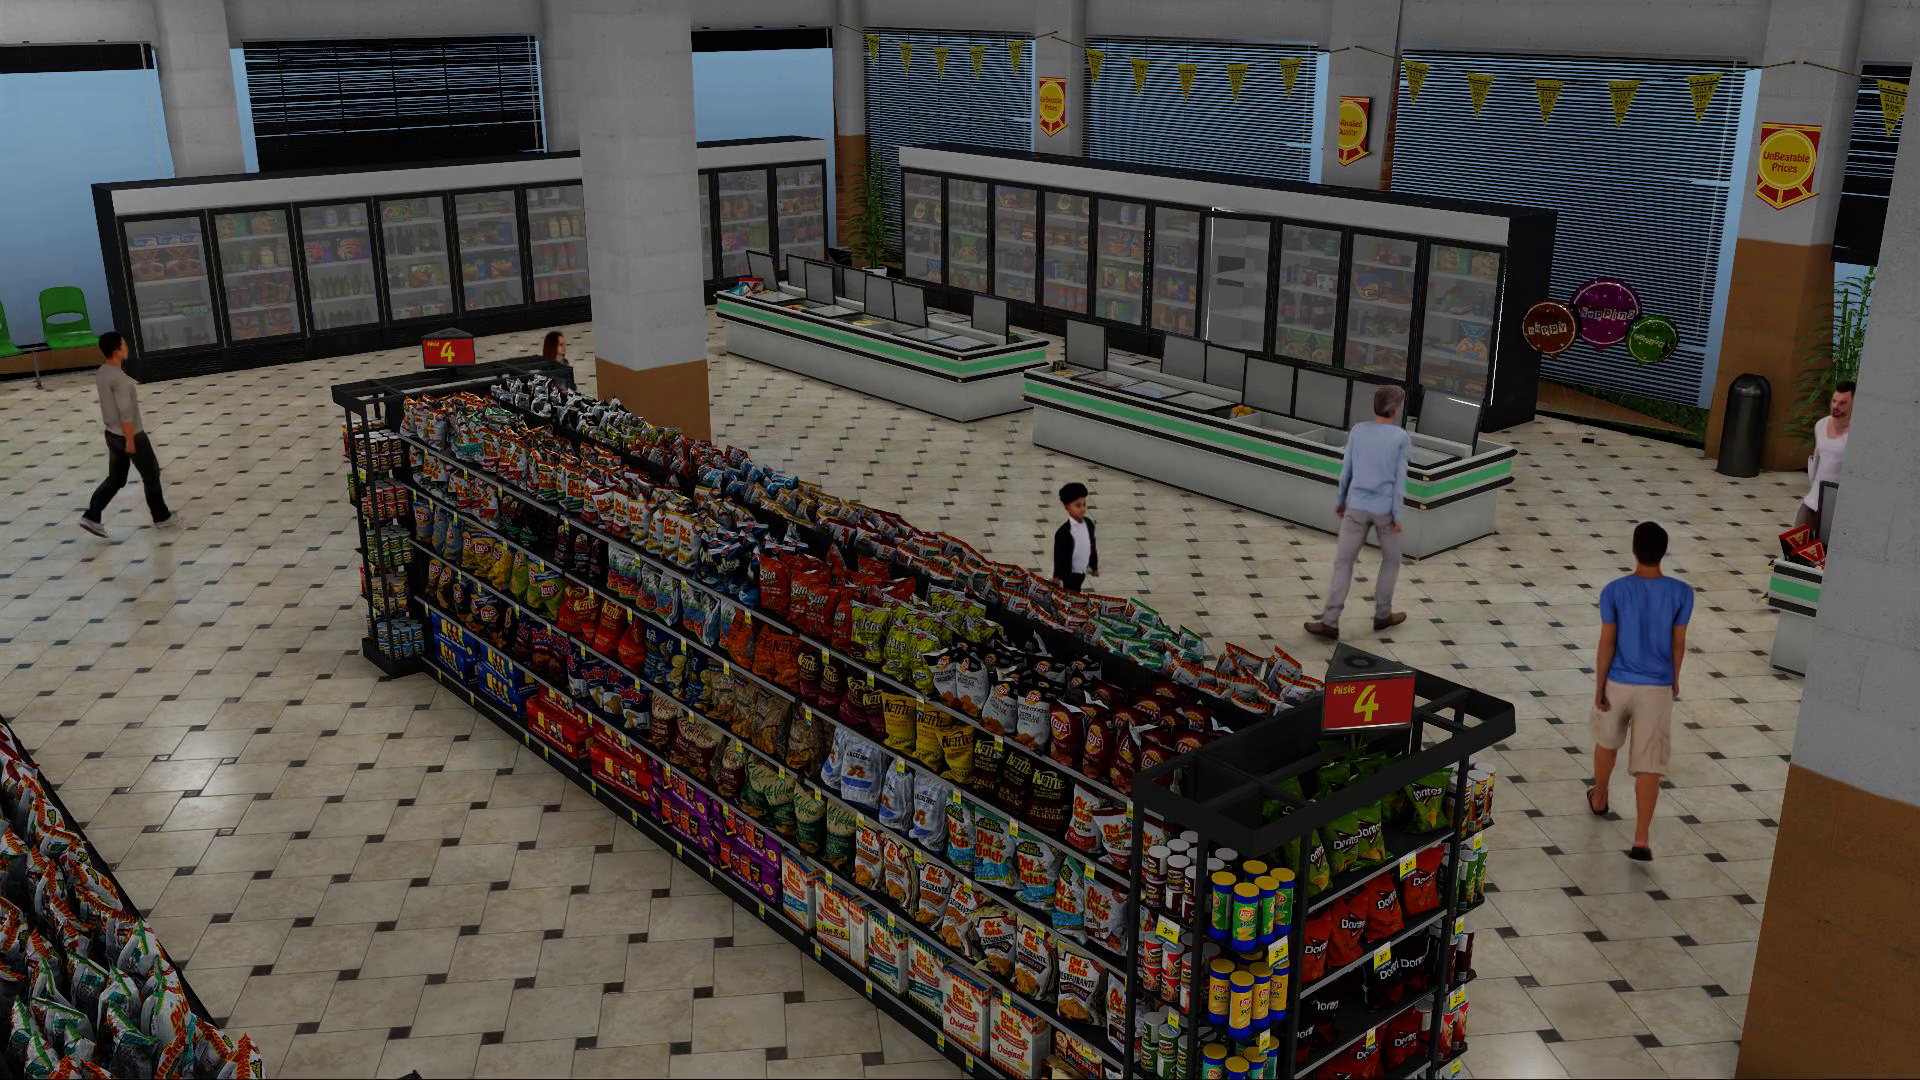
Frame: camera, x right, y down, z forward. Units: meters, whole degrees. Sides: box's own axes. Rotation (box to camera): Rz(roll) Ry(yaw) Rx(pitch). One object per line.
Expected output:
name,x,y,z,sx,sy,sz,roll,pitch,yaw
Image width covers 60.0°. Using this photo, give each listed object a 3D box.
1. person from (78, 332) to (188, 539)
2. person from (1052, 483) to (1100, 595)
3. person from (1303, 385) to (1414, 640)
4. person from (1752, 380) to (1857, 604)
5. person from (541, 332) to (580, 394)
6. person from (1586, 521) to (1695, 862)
person,-7.278,-0.876,14.294,1.104,1.778,0.847,15,23,37
person,0.794,0.172,12.097,0.512,1.196,0.793,-16,24,-39
person,2.958,-0.173,12.093,1.015,1.852,1.017,9,21,26
person,6.682,-0.309,12.601,0.945,1.786,1.156,-7,20,-19
person,-3.901,-1.256,15.930,1.018,1.453,0.884,6,19,17
person,3.730,0.841,9.104,1.236,1.842,1.121,7,20,19
